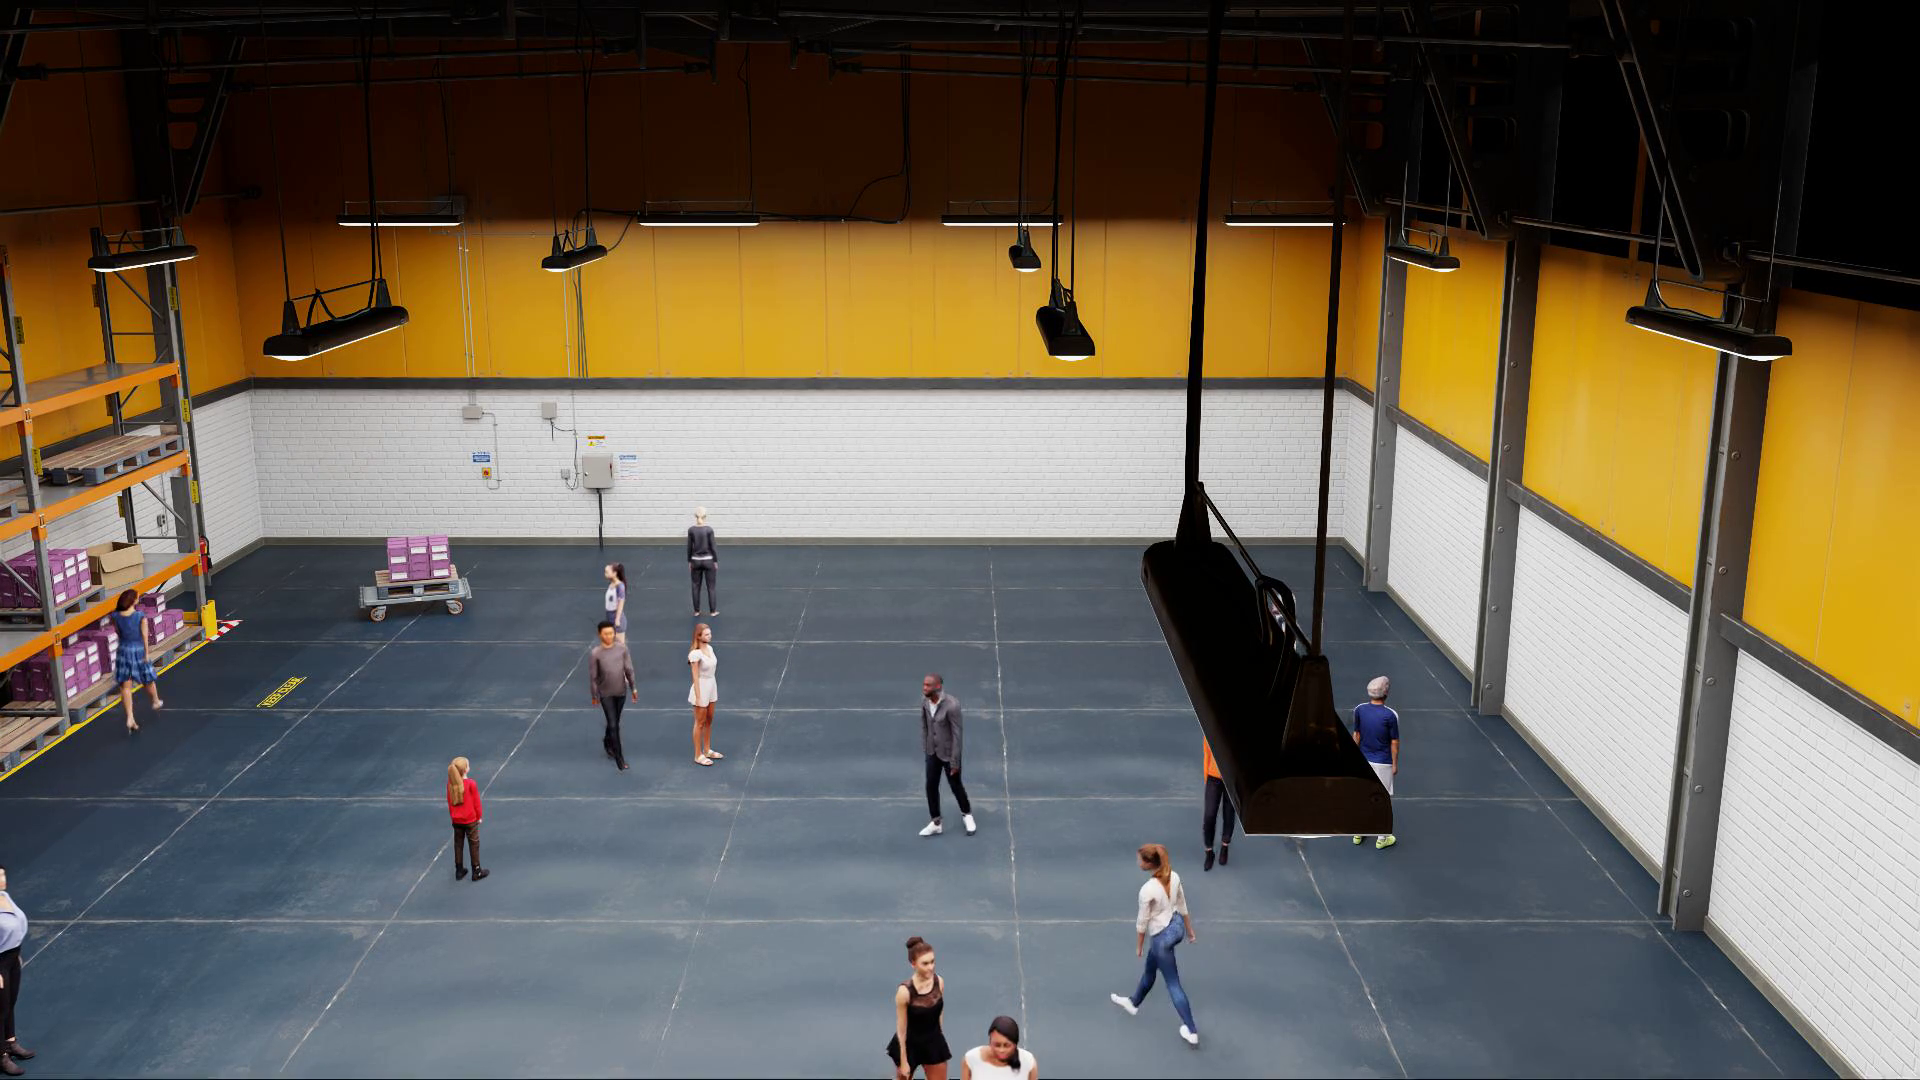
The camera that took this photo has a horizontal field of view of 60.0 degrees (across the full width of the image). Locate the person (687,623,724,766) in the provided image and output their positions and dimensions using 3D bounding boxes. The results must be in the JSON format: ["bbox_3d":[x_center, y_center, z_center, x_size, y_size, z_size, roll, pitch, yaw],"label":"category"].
[{"bbox_3d":[-3.037,1.797,19.684,0.709,1.697,0.610,6,15,22],"label":"person"}]

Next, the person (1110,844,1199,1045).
[{"bbox_3d":[1.734,3.296,13.557,1.130,1.668,1.161,-12,18,-40],"label":"person"}]

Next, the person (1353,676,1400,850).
[{"bbox_3d":[4.325,2.298,17.317,0.723,1.839,0.744,9,16,33],"label":"person"}]

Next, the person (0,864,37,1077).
[{"bbox_3d":[-7.570,3.358,13.141,0.731,1.743,0.524,-2,14,-8],"label":"person"}]

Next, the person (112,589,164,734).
[{"bbox_3d":[-10.296,1.541,20.633,0.634,1.749,1.131,-1,14,-3],"label":"person"}]

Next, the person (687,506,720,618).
[{"bbox_3d":[-3.979,0.324,25.709,0.627,1.726,0.532,1,14,5],"label":"person"}]

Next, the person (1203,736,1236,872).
[{"bbox_3d":[2.694,2.458,16.880,0.711,1.734,0.784,3,14,14],"label":"person"}]

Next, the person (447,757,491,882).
[{"bbox_3d":[-4.933,2.766,16.569,0.537,1.281,0.549,3,14,12],"label":"person"}]

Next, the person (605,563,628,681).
[{"bbox_3d":[-4.637,1.107,22.643,0.746,1.646,0.636,-8,16,-29],"label":"person"}]

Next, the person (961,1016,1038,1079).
[{"bbox_3d":[0.254,3.907,11.065,0.729,1.653,1.062,2,14,7],"label":"person"}]

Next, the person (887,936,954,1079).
[{"bbox_3d":[-0.338,3.672,12.105,0.975,1.622,1.200,-8,16,-31],"label":"person"}]

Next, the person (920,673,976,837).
[{"bbox_3d":[-0.115,2.256,17.598,0.986,1.787,1.057,9,16,33],"label":"person"}]

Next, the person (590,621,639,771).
[{"bbox_3d":[-4.118,1.799,19.629,1.214,1.720,1.052,-1,14,-5],"label":"person"}]
